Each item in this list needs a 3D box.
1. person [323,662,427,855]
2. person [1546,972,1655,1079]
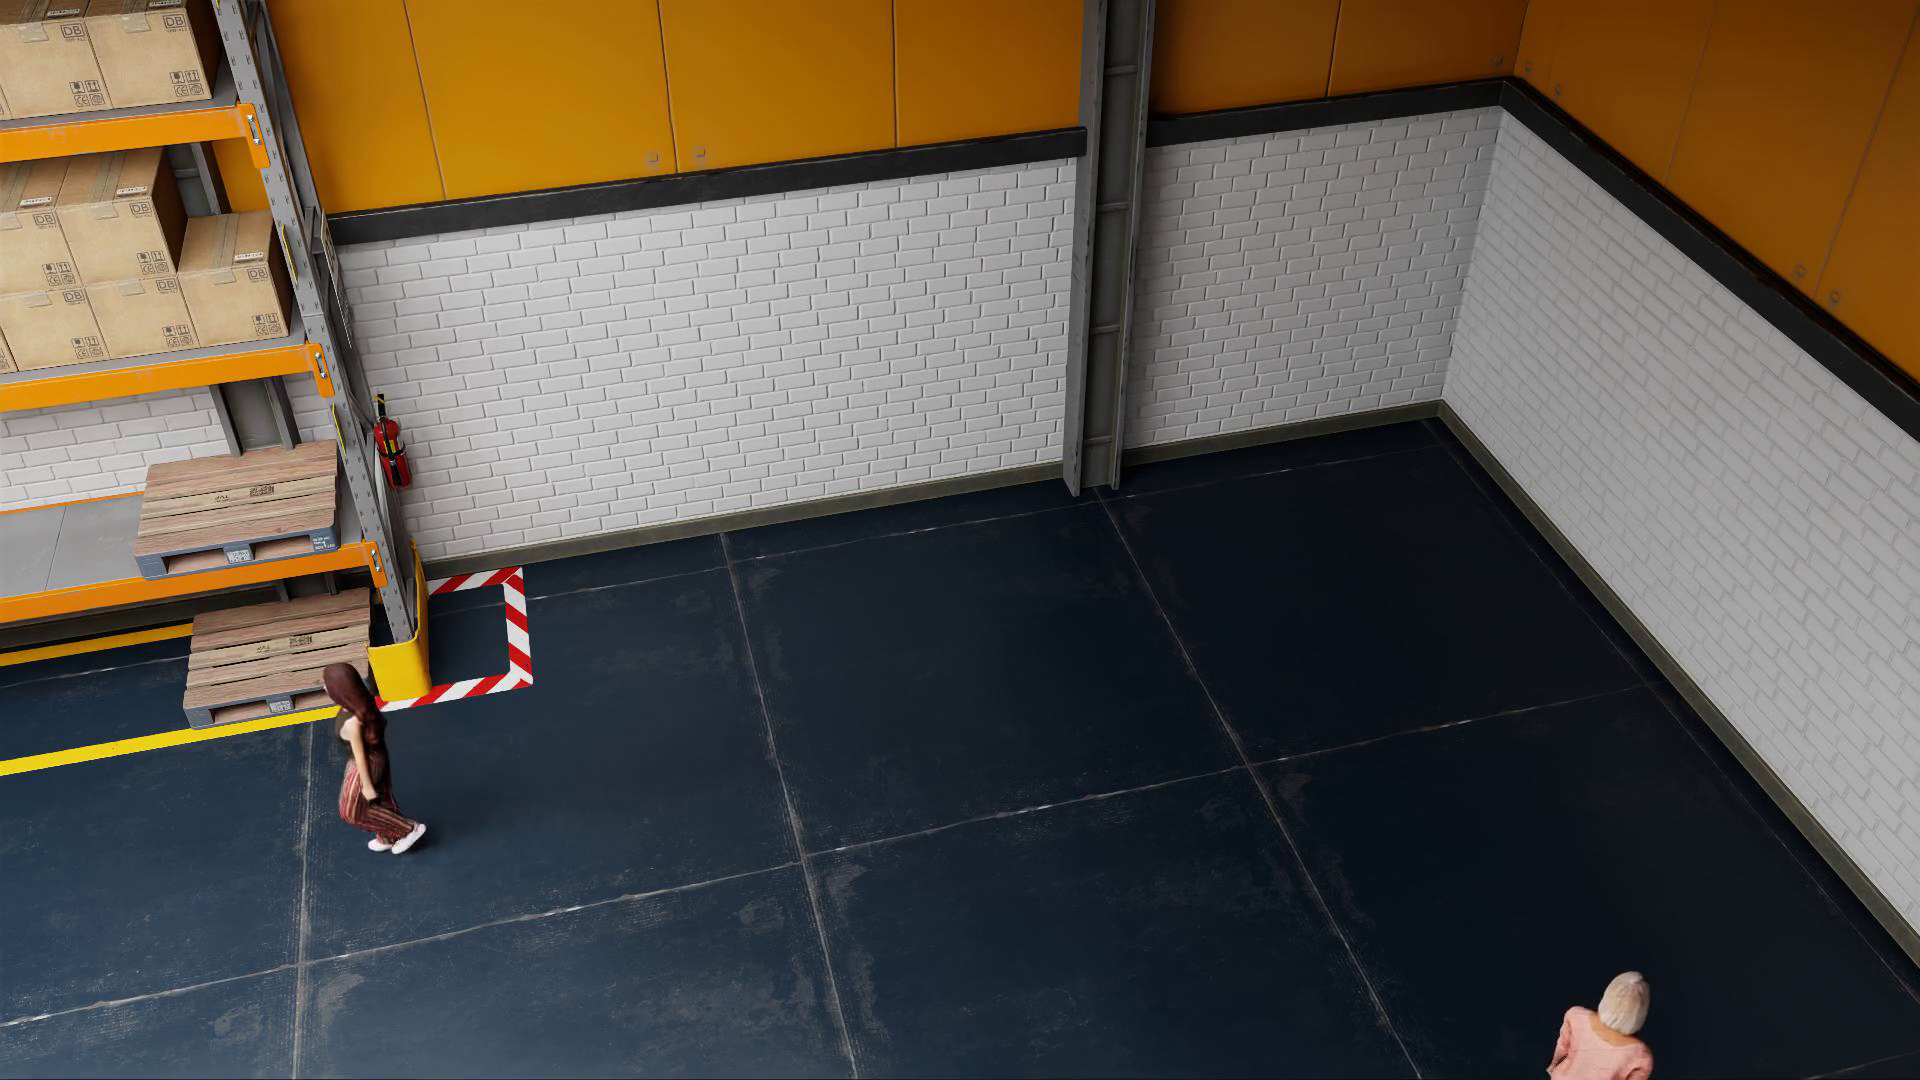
[{"bbox_3d":[-3.473,1.329,9.970,0.669,1.552,0.570,-8,39,-9],"label":"person"},{"bbox_3d":[3.010,2.750,8.063,0.745,1.711,0.795,27,46,30],"label":"person"}]
